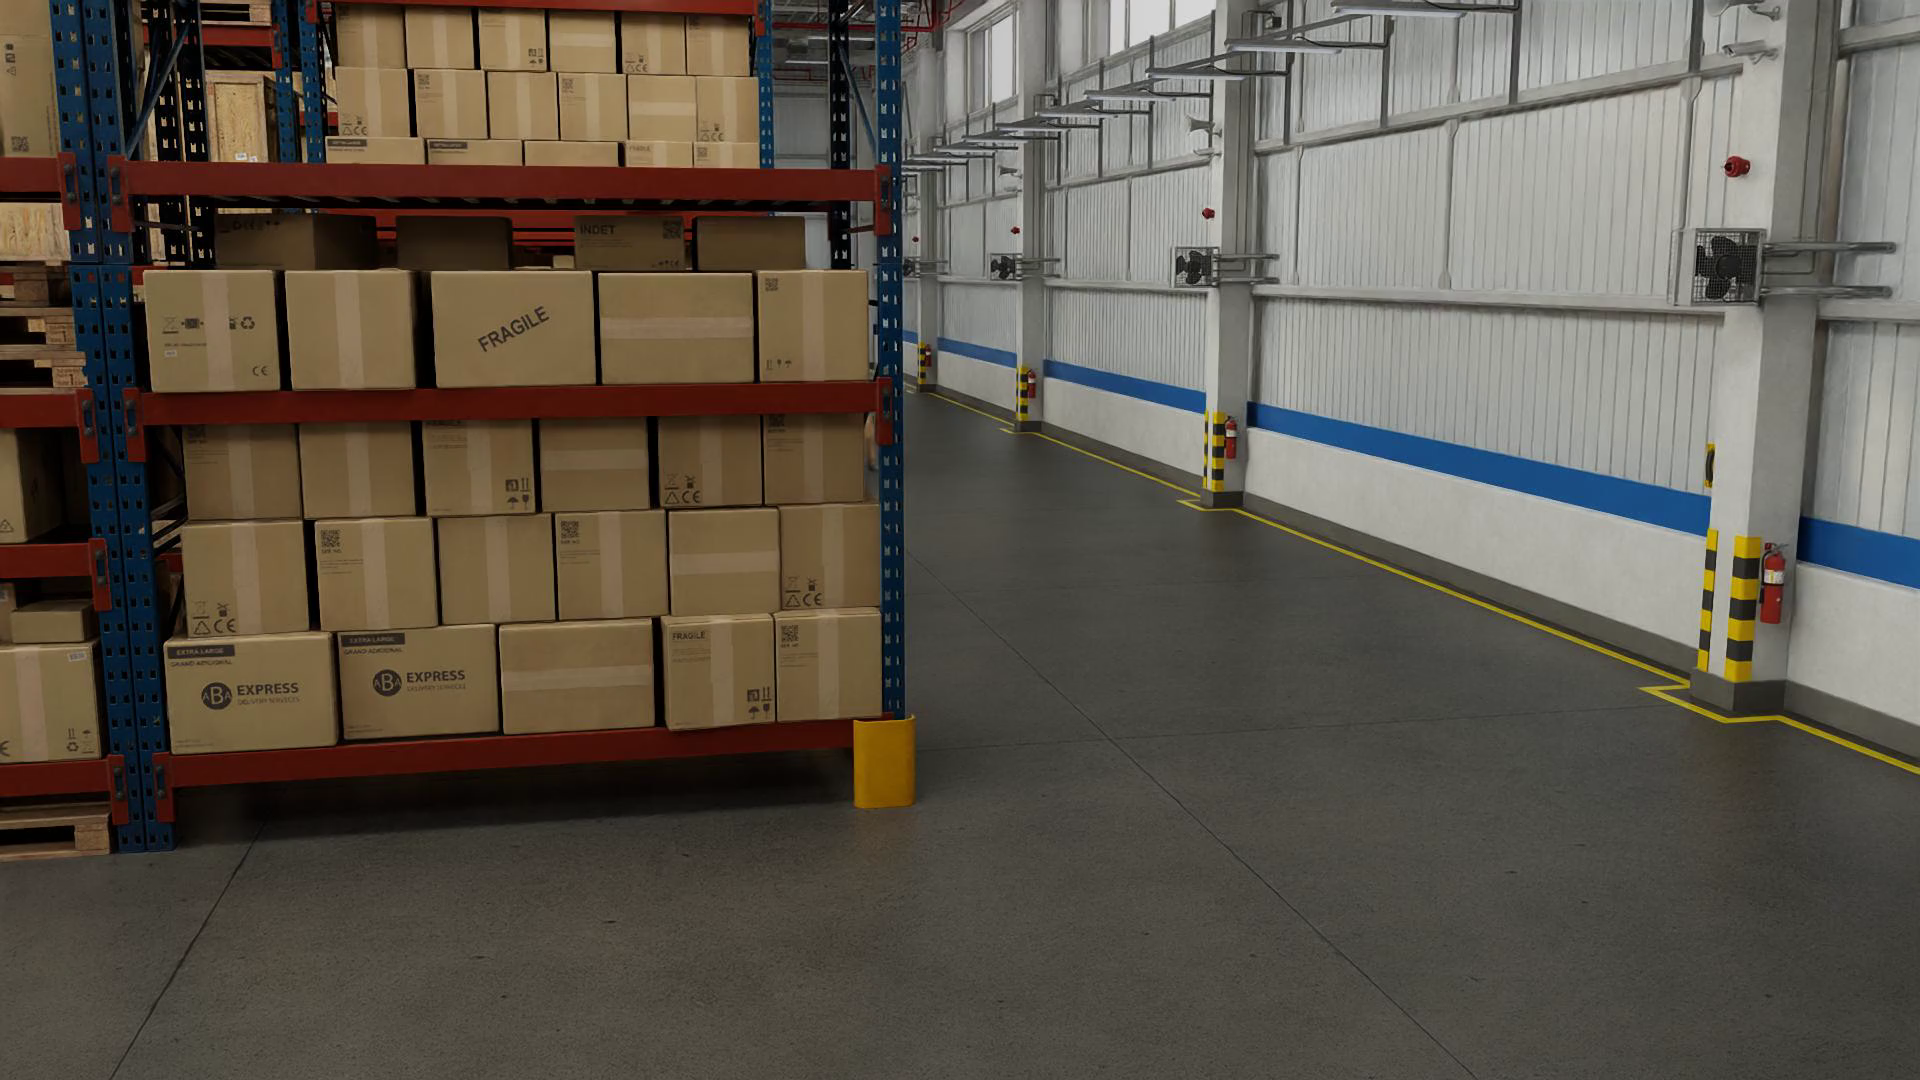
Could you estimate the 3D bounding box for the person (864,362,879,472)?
[{"bbox_3d":[-1.442,-1.838,24.534,0.556,1.712,0.800,-4,10,-21],"label":"person"}]
